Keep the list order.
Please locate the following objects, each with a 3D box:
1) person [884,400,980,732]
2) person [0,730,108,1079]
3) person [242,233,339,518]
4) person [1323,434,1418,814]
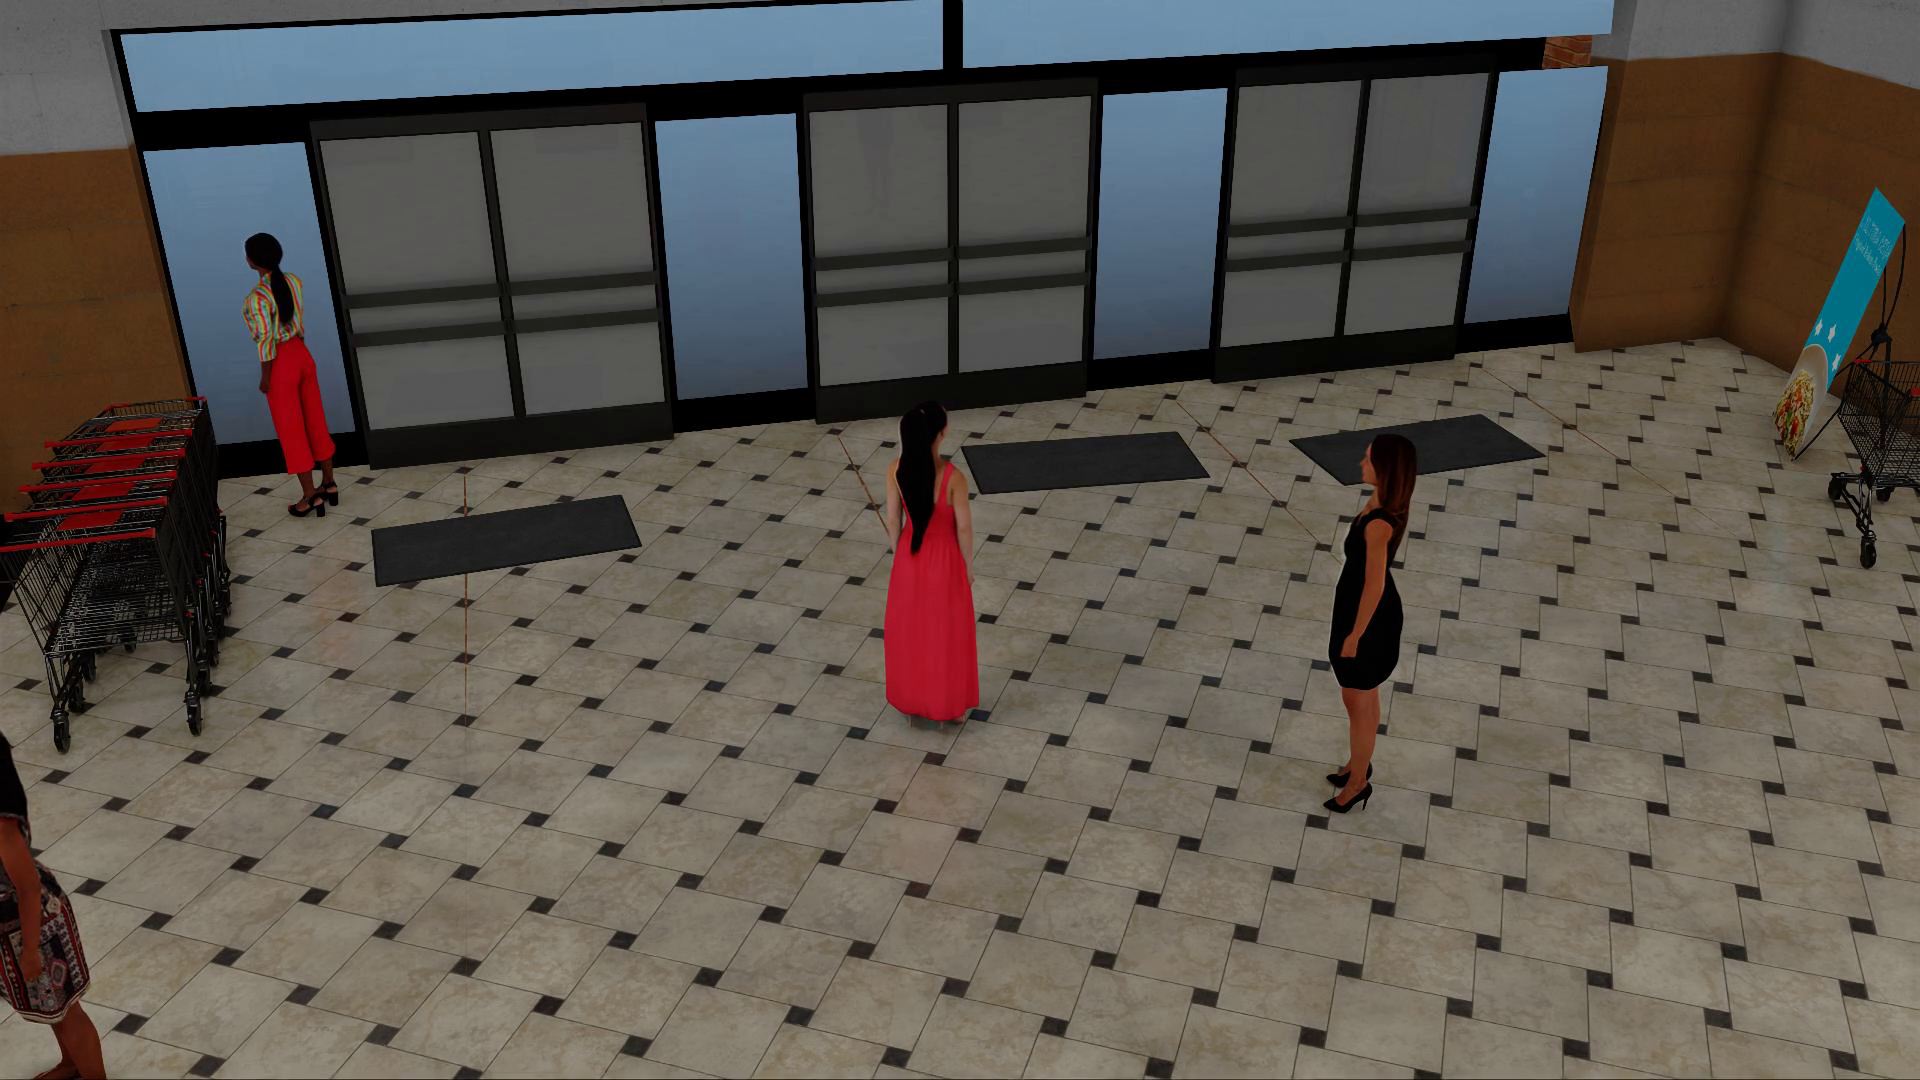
[{"bbox_3d":[-0.144,0.139,7.922,0.712,1.728,0.746,10,28,18],"label":"person"},{"bbox_3d":[-3.215,1.305,5.716,0.784,1.645,0.640,-22,34,-37],"label":"person"},{"bbox_3d":[-4.067,-0.993,10.084,0.744,1.792,0.640,8,28,15],"label":"person"},{"bbox_3d":[1.791,0.385,7.319,0.723,1.835,0.626,8,28,16],"label":"person"}]
